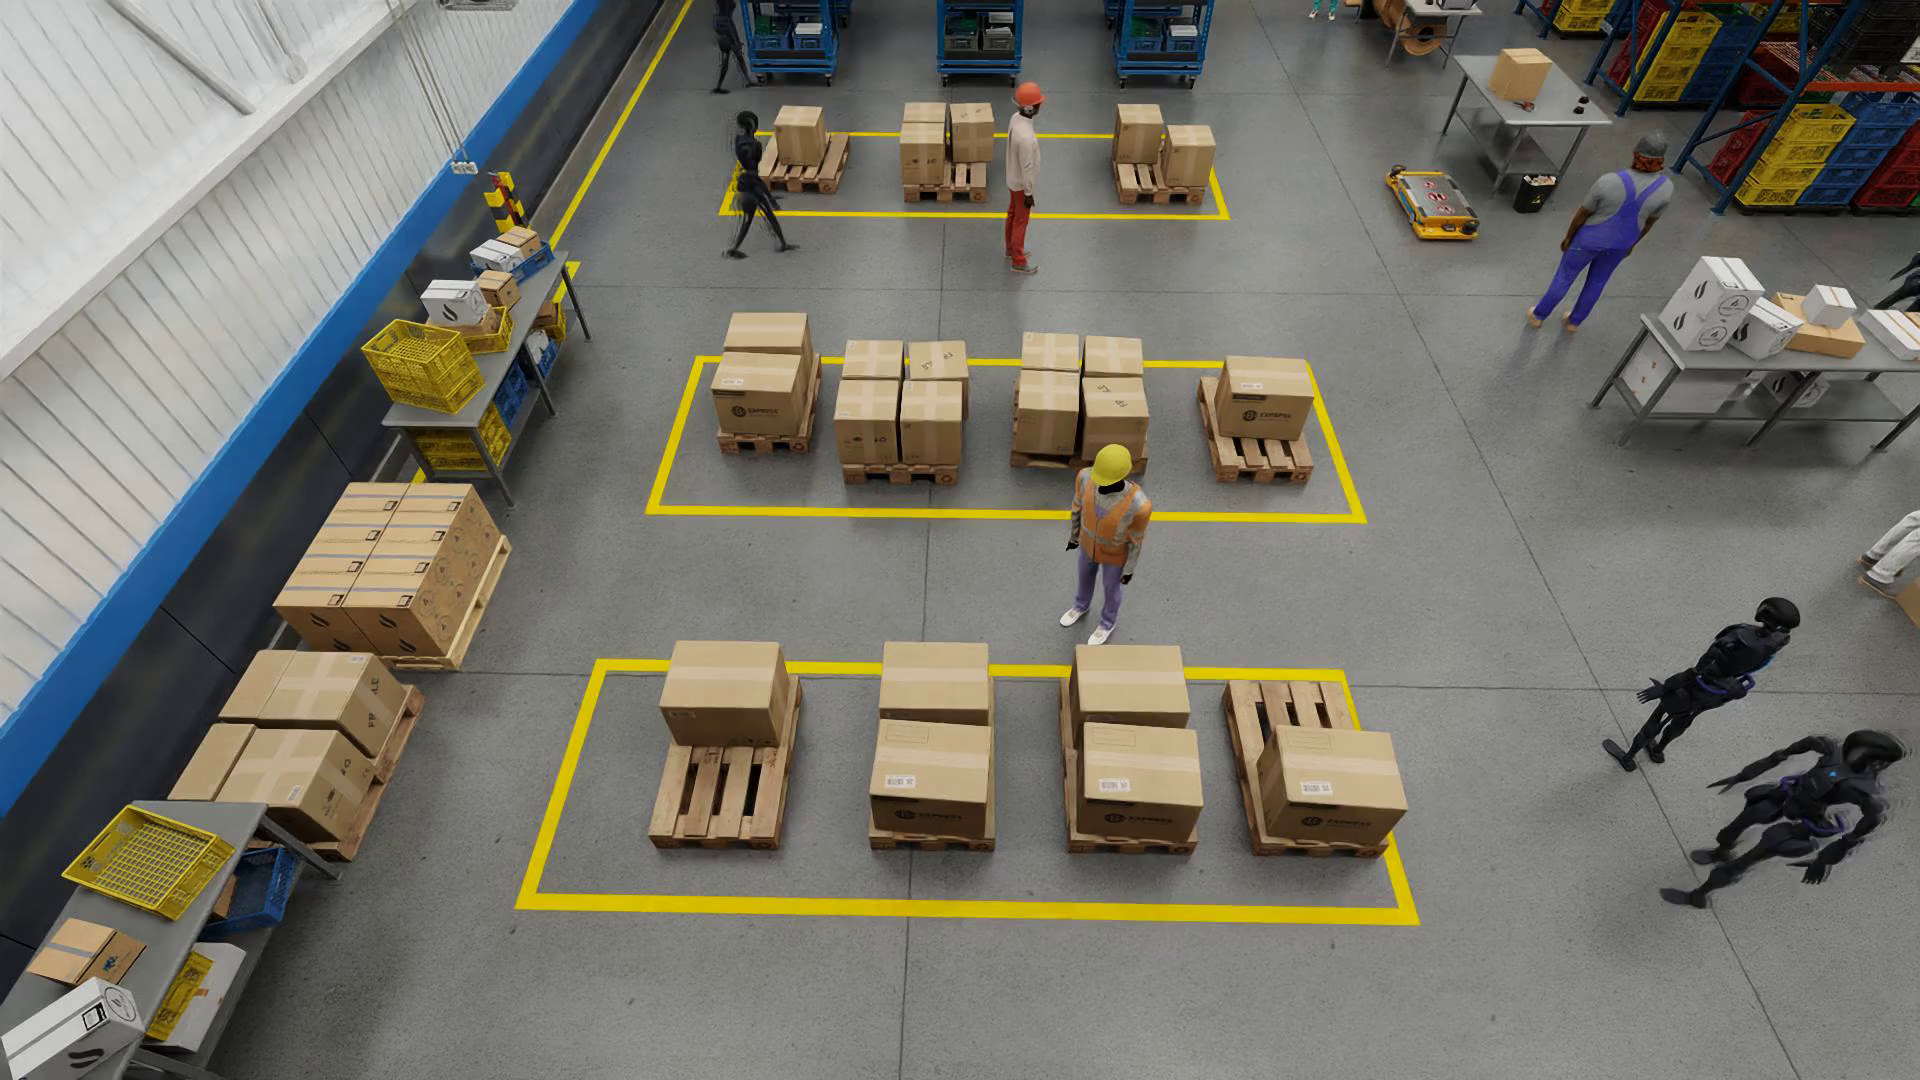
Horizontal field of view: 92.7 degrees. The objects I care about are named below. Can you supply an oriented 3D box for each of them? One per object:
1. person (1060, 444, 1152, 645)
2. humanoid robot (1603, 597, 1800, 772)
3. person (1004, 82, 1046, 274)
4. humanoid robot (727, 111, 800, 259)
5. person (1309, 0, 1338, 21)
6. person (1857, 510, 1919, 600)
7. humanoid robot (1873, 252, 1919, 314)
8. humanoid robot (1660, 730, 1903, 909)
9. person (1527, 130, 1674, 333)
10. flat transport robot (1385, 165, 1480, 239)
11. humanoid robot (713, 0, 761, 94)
[{"bbox_3d":[0.988,0.052,6.401,0.579,1.919,0.394,32,56,25],"label":"person"},{"bbox_3d":[4.691,0.923,5.795,0.609,1.656,0.315,-9,50,-8],"label":"humanoid robot"},{"bbox_3d":[0.673,-3.791,9.675,0.386,1.995,0.621,-8,50,-7],"label":"person"},{"bbox_3d":[-2.274,-3.809,9.937,0.812,1.628,0.552,1,49,1],"label":"humanoid robot"},{"bbox_3d":[6.030,-9.232,14.532,0.524,1.768,0.326,15,51,13],"label":"person"},{"bbox_3d":[7.450,-0.322,6.747,0.360,1.879,0.573,29,55,23],"label":"person"},{"bbox_3d":[9.269,-2.468,8.737,0.363,1.652,0.629,2,49,1],"label":"humanoid robot"},{"bbox_3d":[4.696,1.599,5.237,0.569,1.620,0.627,-1,49,-1],"label":"humanoid robot"},{"bbox_3d":[6.267,-2.976,8.939,0.679,2.000,0.536,12,50,10],"label":"person"},{"bbox_3d":[5.692,-4.094,11.059,0.652,0.197,1.431,1,49,1],"label":"flat transport robot"},{"bbox_3d":[-3.230,-7.050,12.726,0.758,1.621,0.611,-2,49,-2],"label":"humanoid robot"}]
